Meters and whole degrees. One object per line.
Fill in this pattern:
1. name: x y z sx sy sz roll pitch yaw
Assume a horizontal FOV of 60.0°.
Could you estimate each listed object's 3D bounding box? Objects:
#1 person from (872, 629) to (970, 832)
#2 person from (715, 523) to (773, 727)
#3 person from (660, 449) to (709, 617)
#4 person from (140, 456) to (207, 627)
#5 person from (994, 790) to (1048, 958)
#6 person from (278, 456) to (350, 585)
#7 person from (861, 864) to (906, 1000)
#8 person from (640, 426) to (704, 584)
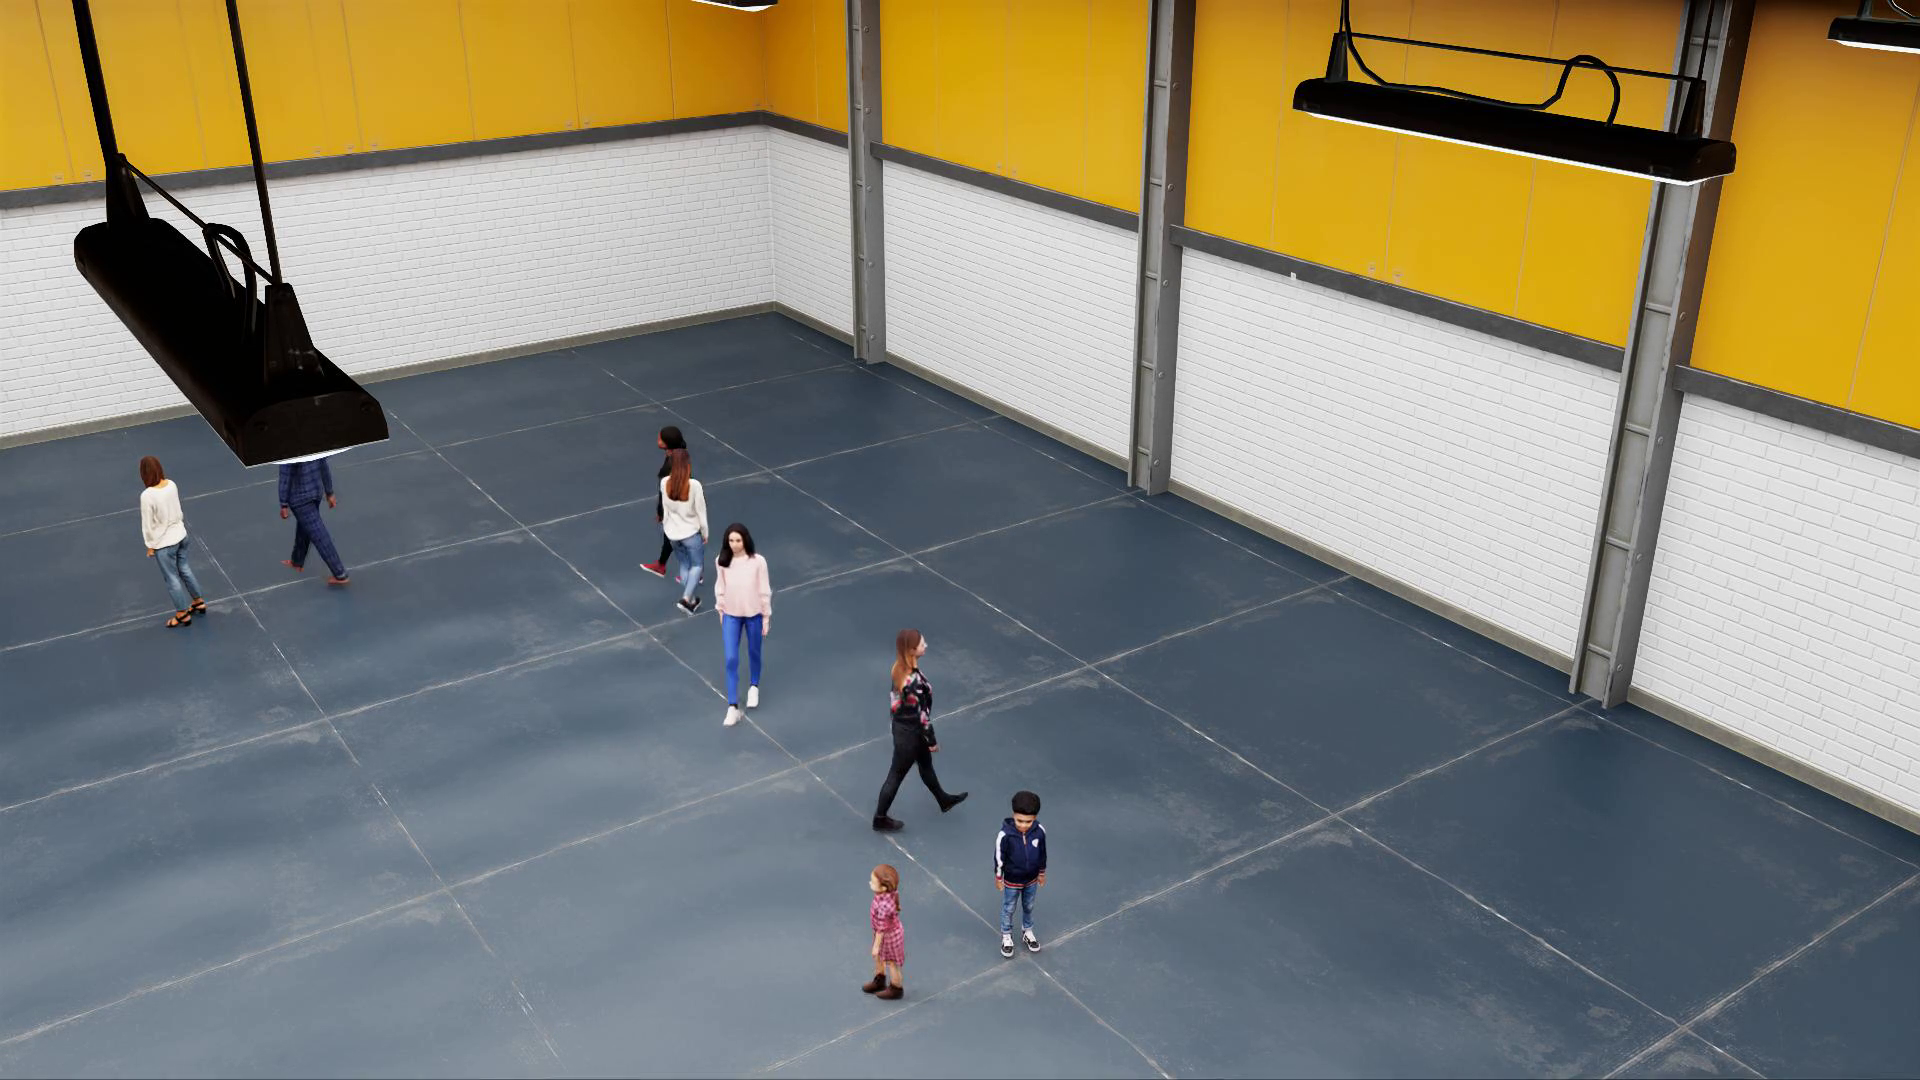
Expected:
1. person: -0.469 1.448 12.366 0.883 1.643 1.032 -7 24 -15
2. person: -1.806 0.632 14.107 0.990 1.744 1.076 1 24 3
3. person: -2.618 -0.021 15.686 0.905 1.676 0.949 6 24 14
4. person: -7.430 0.002 15.632 0.754 1.676 0.699 6 24 14
5. person: 0.411 2.209 11.151 0.583 1.222 0.593 -5 24 -11
6. person: -6.375 -0.368 16.367 1.266 1.765 1.049 11 26 24
7. person: -0.421 2.528 10.679 0.613 1.016 0.553 1 24 2
8. person: -2.715 -0.324 16.406 0.996 1.653 0.945 3 24 8
